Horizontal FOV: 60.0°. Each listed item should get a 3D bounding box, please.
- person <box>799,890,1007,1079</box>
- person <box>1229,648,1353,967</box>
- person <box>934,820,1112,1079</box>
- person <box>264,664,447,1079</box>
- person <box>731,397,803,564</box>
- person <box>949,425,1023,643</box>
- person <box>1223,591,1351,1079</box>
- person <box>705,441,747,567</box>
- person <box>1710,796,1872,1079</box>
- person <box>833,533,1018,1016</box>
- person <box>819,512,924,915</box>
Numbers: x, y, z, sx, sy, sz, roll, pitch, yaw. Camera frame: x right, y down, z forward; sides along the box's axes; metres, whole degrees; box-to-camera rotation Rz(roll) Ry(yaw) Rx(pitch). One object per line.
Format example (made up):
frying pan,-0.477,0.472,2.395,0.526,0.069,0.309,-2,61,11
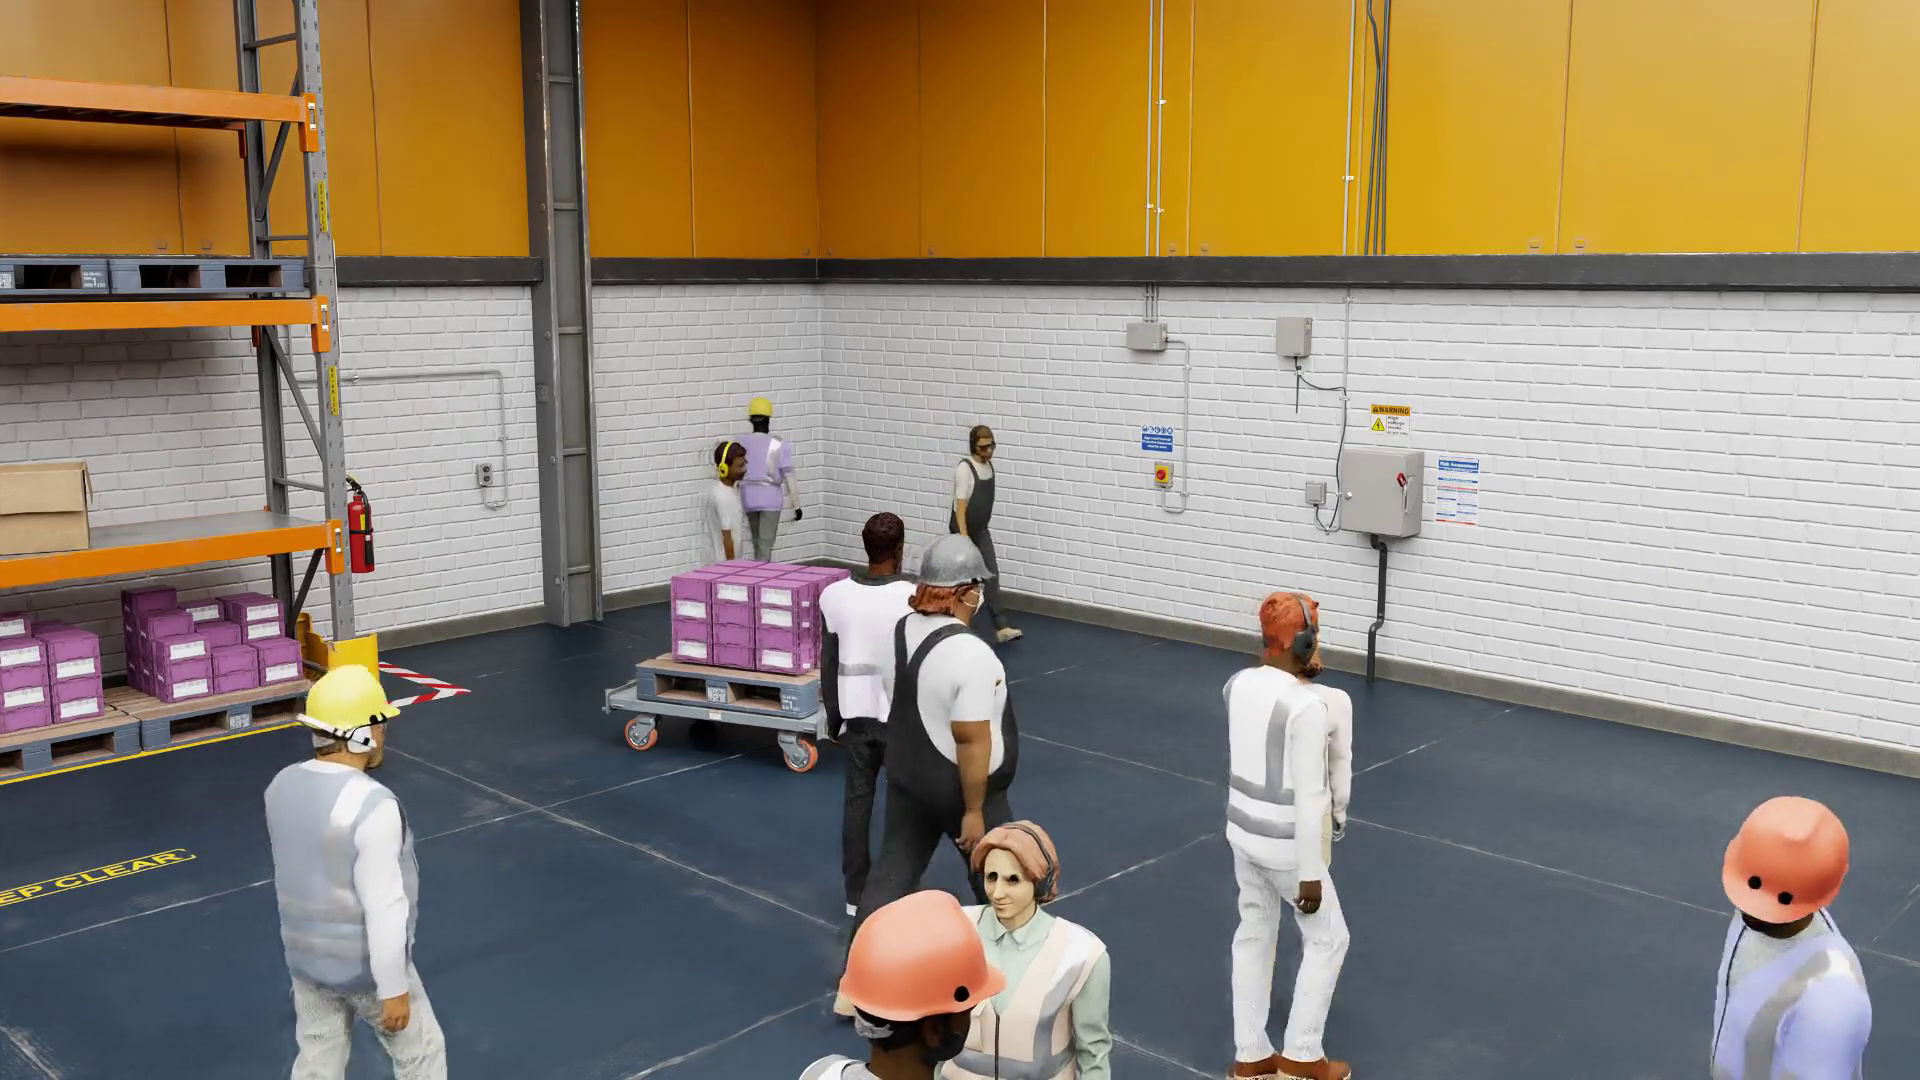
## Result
person,-0.086,1.578,3.062,0.362,1.938,0.545,-8,12,-39
person,1.346,1.119,6.809,0.497,1.632,0.289,1,9,3
person,0.136,1.519,4.331,0.512,1.642,0.312,3,10,20
person,-1.837,1.272,5.313,0.621,1.809,0.732,6,11,32
person,-1.731,-0.337,14.972,0.603,1.884,0.930,4,10,21
person,0.142,-0.041,13.426,0.946,1.782,0.556,7,12,37
person,1.239,1.107,6.127,0.547,1.873,0.616,-4,10,-24
person,-1.668,0.212,11.721,0.463,1.842,0.528,0,9,-3
person,1.910,1.463,3.969,0.379,1.892,0.724,2,9,13
person,-0.056,0.924,6.759,1.095,2.000,0.693,-7,12,-37
person,-0.360,0.824,7.745,0.596,1.918,0.382,3,10,19
